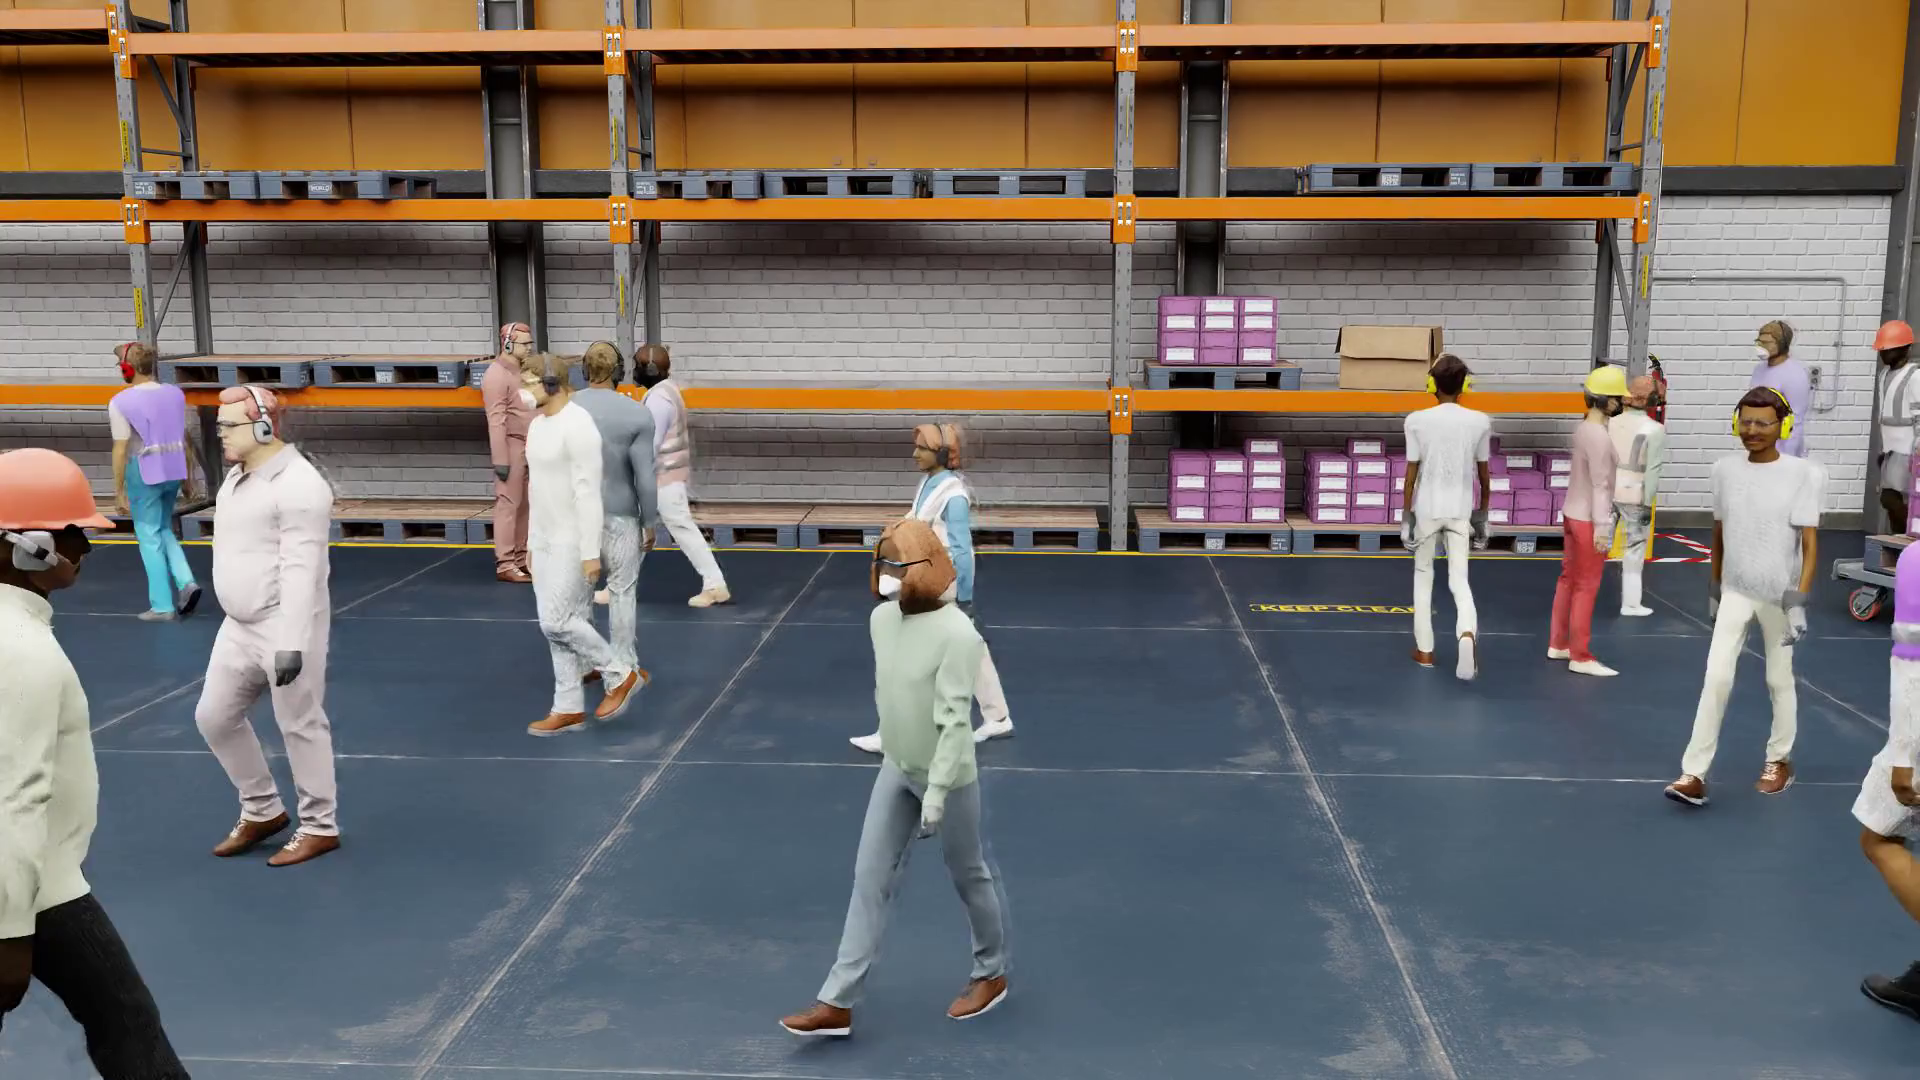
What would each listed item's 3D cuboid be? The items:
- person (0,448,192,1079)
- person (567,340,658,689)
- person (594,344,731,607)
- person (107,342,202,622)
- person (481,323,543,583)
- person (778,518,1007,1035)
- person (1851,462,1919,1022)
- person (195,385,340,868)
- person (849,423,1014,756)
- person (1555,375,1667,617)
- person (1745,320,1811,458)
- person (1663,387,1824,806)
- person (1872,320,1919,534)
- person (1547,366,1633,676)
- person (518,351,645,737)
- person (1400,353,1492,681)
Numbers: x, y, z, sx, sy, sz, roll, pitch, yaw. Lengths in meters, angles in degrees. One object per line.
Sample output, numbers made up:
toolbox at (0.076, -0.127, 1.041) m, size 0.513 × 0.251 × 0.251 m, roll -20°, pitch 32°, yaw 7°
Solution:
person at (-2.063, 0.758, 3.872) m, size 0.631 × 1.938 × 1.017 m, roll 8°, pitch 13°, yaw 41°
person at (-1.943, -0.121, 9.093) m, size 0.622 × 1.932 × 0.373 m, roll 2°, pitch 10°, yaw 10°
person at (-2.026, -0.421, 11.260) m, size 0.977 × 1.797 × 0.625 m, roll -2°, pitch 10°, yaw -10°
person at (-5.240, -0.364, 10.783) m, size 0.443 × 1.827 × 0.590 m, roll 4°, pitch 10°, yaw 20°
person at (-3.233, -0.638, 12.199) m, size 0.403 × 1.900 × 0.643 m, roll 1°, pitch 10°, yaw 6°
person at (-0.168, 0.737, 5.029) m, size 0.828 × 1.593 × 0.510 m, roll -9°, pitch 13°, yaw -43°
person at (3.012, 0.581, 4.989) m, size 0.551 × 1.922 × 0.515 m, roll -2°, pitch 10°, yaw -11°
person at (-2.703, 0.353, 6.439) m, size 0.648 × 1.891 × 0.536 m, roll 7°, pitch 12°, yaw 35°
person at (-0.109, 0.236, 7.958) m, size 0.875 × 1.592 × 0.508 m, roll -3°, pitch 10°, yaw -15°
person at (4.265, -0.267, 10.829) m, size 0.698 × 1.612 × 0.559 m, roll -5°, pitch 11°, yaw -25°
person at (5.802, -0.600, 11.869) m, size 0.423 × 1.931 × 0.677 m, roll 0°, pitch 10°, yaw 0°
person at (3.423, 0.259, 7.170) m, size 0.979 × 1.825 × 0.538 m, roll -9°, pitch 13°, yaw -43°
person at (7.022, -0.686, 12.449) m, size 0.539 × 1.905 × 0.581 m, roll 2°, pitch 10°, yaw 9°
person at (3.635, -0.119, 9.553) m, size 0.326 × 1.765 × 0.535 m, roll 1°, pitch 10°, yaw 7°
person at (-1.952, 0.022, 8.267) m, size 0.491 × 1.918 × 0.645 m, roll -7°, pitch 12°, yaw -34°
person at (2.763, -0.127, 9.404) m, size 0.514 × 1.839 × 0.821 m, roll 1°, pitch 10°, yaw 5°
